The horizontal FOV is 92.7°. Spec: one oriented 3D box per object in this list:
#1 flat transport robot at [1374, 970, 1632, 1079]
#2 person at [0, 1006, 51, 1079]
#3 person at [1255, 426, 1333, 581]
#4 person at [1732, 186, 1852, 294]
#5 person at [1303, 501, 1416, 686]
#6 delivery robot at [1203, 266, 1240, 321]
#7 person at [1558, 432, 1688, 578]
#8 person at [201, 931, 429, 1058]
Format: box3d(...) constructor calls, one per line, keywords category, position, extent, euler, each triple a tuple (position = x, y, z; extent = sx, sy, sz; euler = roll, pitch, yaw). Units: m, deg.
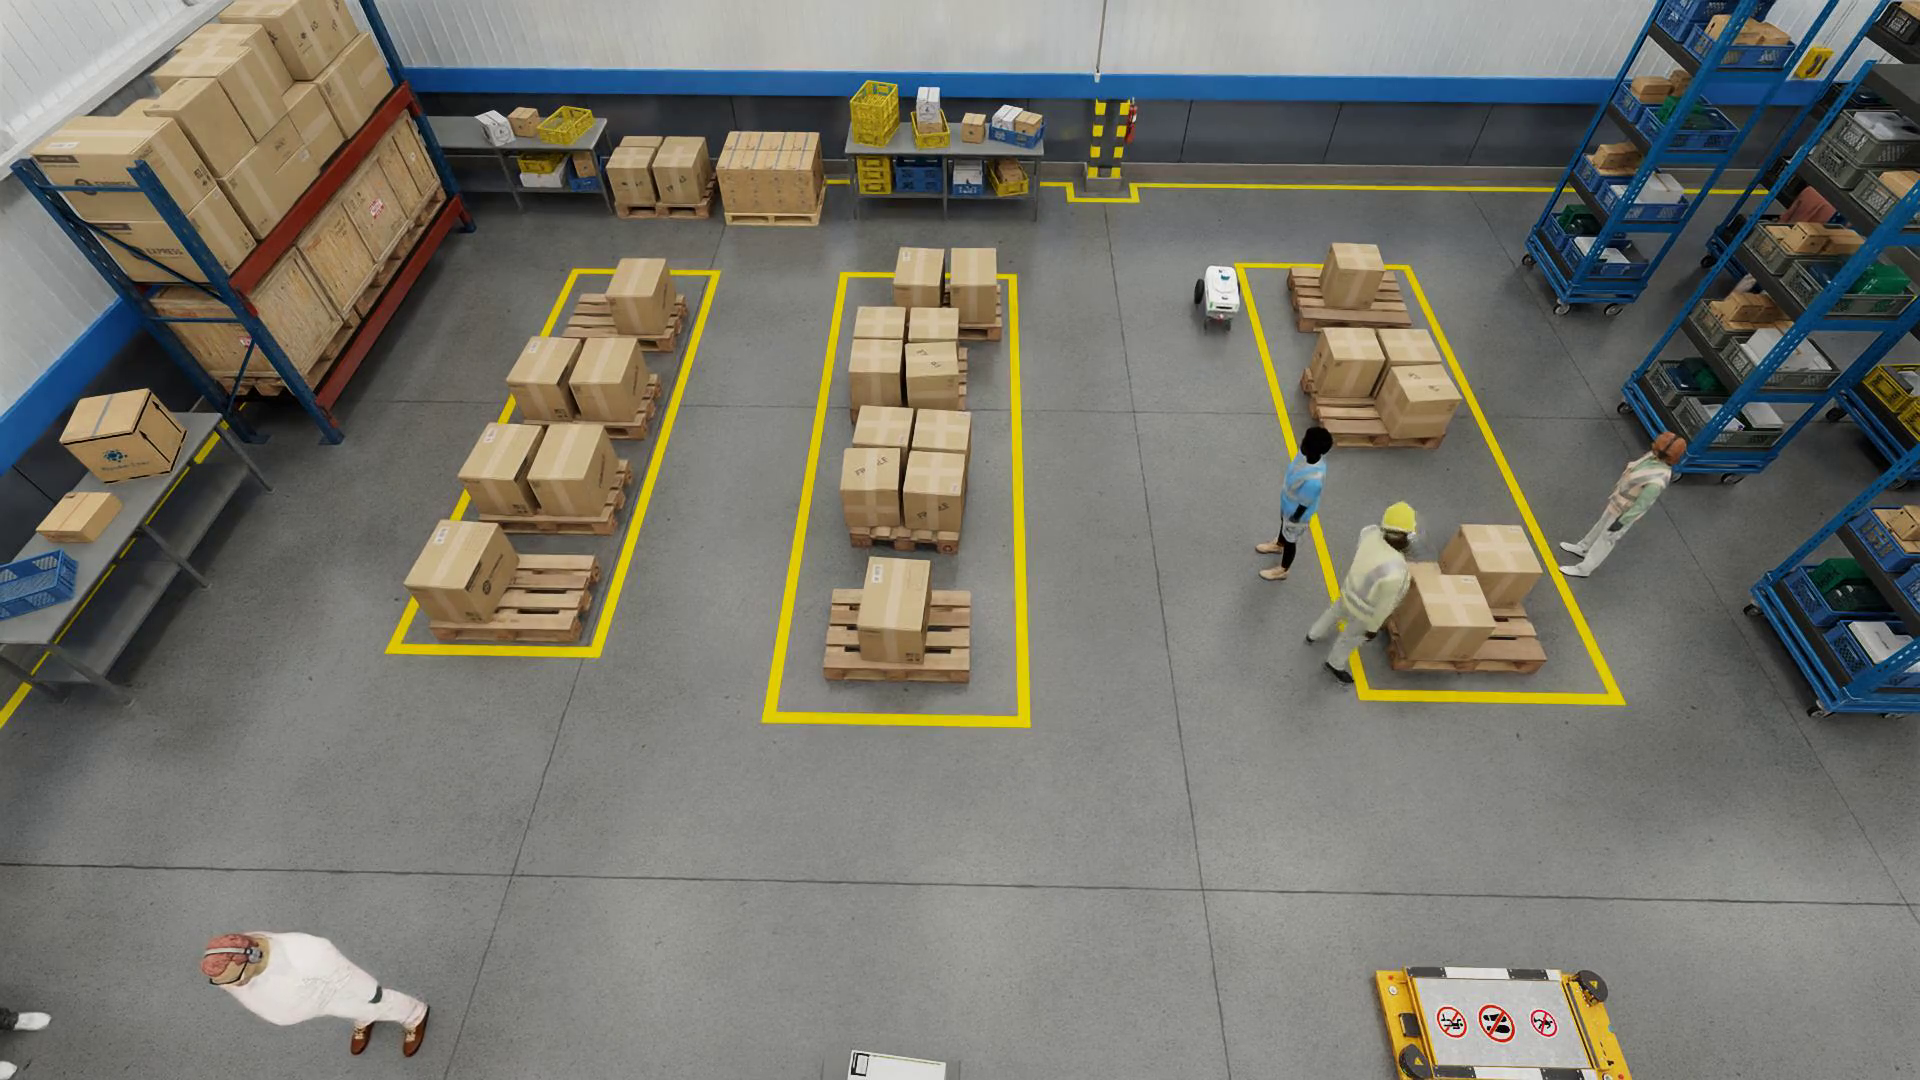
box3d(category="flat transport robot", position=(3.501, 3.133, 5.914), extent=(1.431, 0.197, 0.652), euler=(1, 51, 1))
box3d(category="person", position=(-6.198, 2.716, 5.208), extent=(0.398, 1.907, 0.599), euler=(3, 51, 2))
box3d(category="person", position=(2.861, -0.312, 7.815), extent=(0.321, 1.690, 0.533), euler=(6, 51, 5))
box3d(category="person", position=(9.061, -3.159, 9.950), extent=(0.412, 1.983, 0.619), euler=(-18, 53, -14))
box3d(category="person", position=(3.153, 0.445, 7.140), extent=(0.405, 1.785, 0.676), euler=(2, 51, 2))
box3d(category="delivery robot", position=(3.013, -2.862, 10.561), extent=(0.477, 0.478, 0.707), euler=(5, 51, 4))
box3d(category="person", position=(5.665, -0.287, 7.825), extent=(0.313, 1.638, 0.513), euler=(22, 54, 17))
box3d(category="person", position=(-3.705, 2.624, 5.290), extent=(0.644, 1.900, 0.402), euler=(2, 51, 1))
